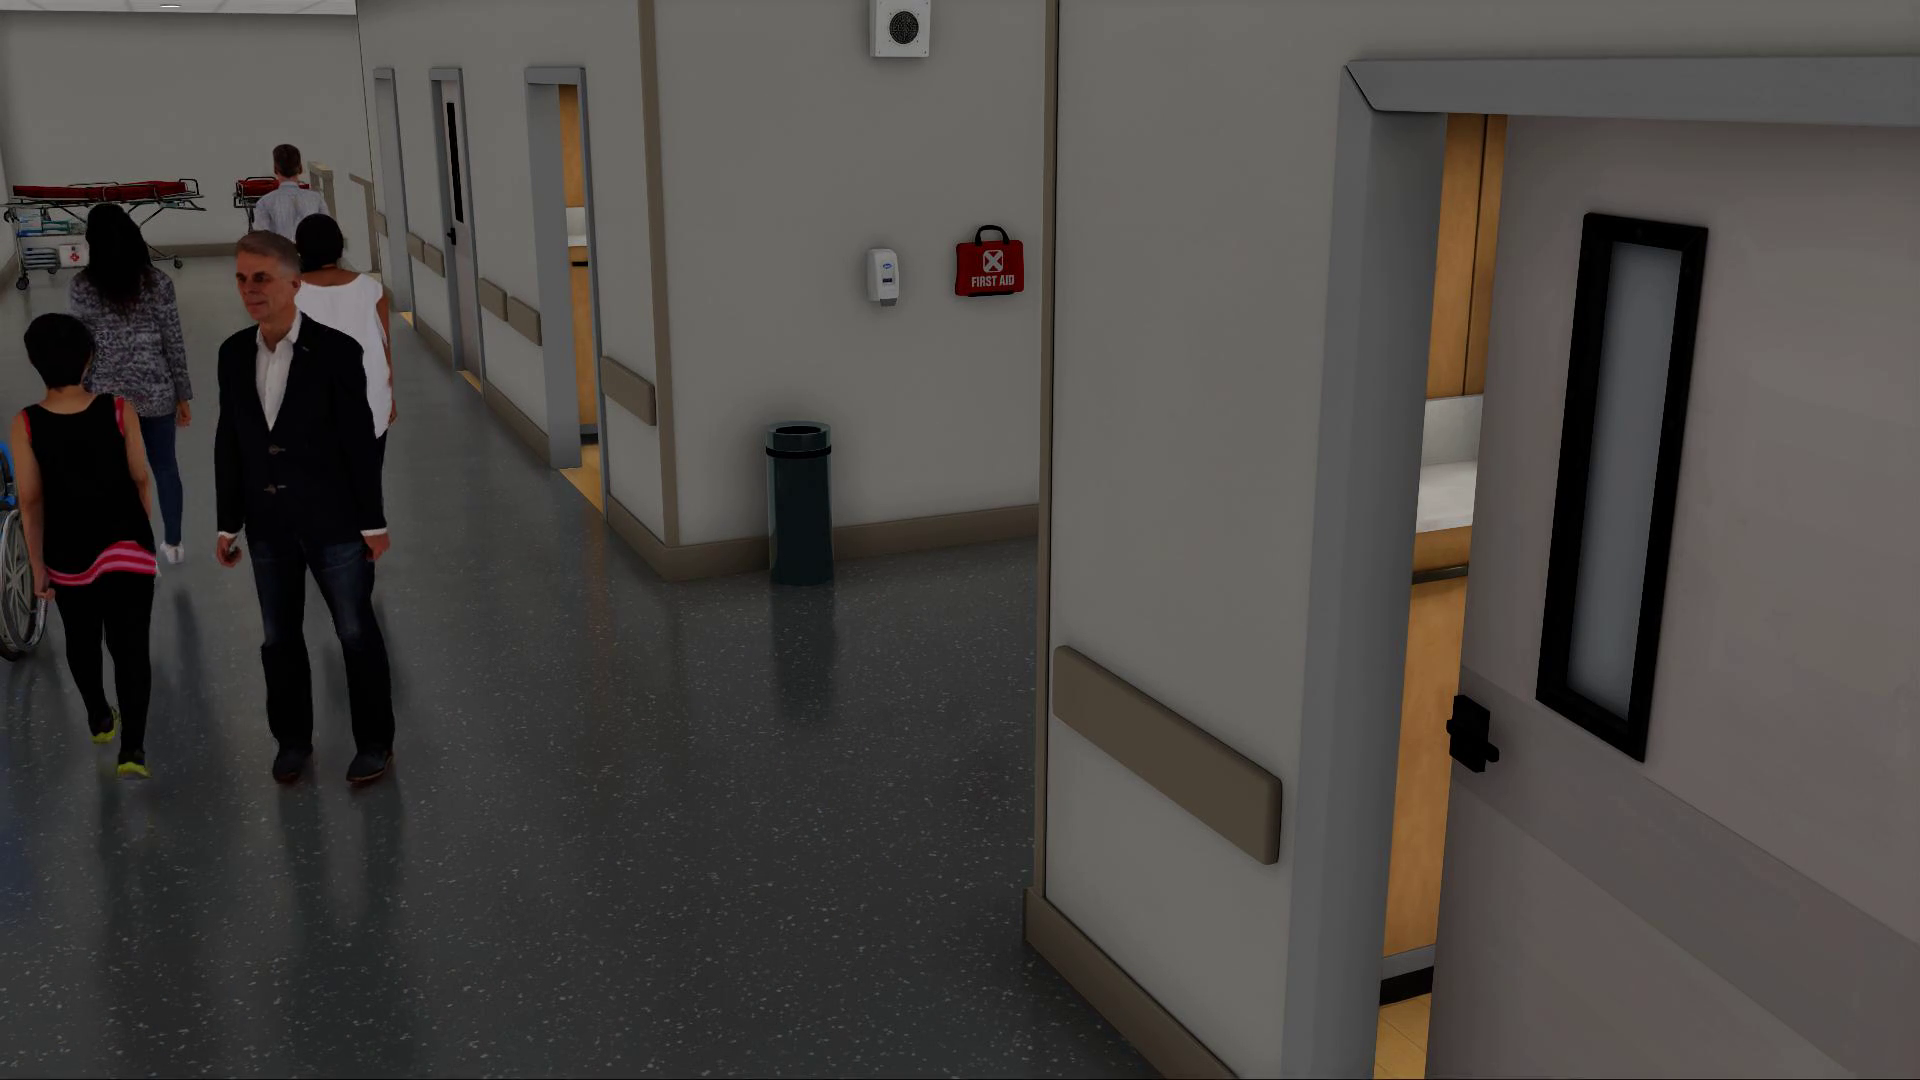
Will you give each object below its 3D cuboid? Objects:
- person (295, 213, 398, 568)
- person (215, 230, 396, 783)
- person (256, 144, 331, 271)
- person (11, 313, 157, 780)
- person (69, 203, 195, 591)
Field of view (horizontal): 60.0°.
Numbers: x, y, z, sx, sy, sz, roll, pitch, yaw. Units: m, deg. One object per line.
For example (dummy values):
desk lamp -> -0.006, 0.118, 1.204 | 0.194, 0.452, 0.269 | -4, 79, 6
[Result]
person -> -2.799, -0.610, 7.496 | 0.638, 1.676, 0.759 | -7, 17, -24
person -> -2.147, -0.108, 5.464 | 0.779, 1.811, 0.798 | 1, 16, 5
person -> -4.563, -1.807, 11.477 | 0.685, 1.818, 0.598 | -10, 19, -32
person -> -2.802, 0.061, 5.410 | 0.570, 1.516, 1.054 | -6, 17, -21
person -> -3.706, -0.616, 7.464 | 0.683, 1.704, 1.135 | -9, 18, -30
